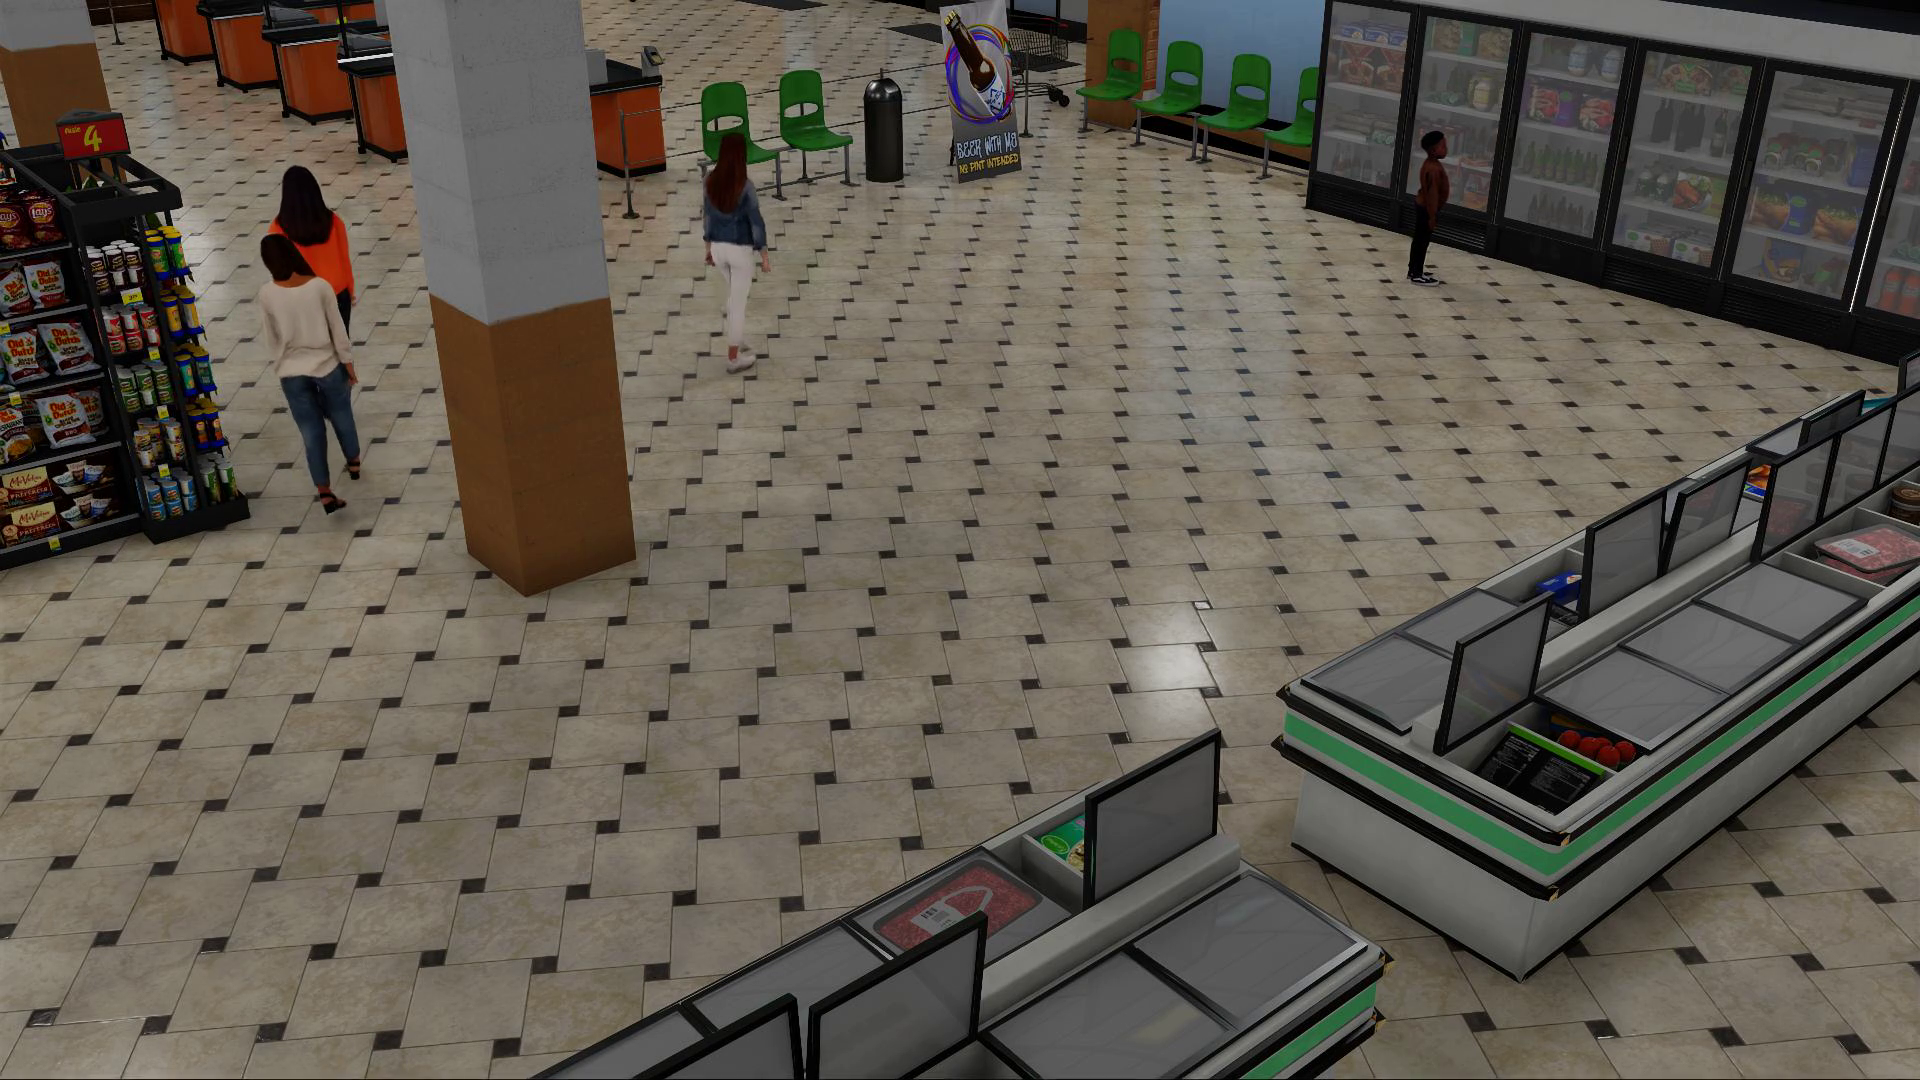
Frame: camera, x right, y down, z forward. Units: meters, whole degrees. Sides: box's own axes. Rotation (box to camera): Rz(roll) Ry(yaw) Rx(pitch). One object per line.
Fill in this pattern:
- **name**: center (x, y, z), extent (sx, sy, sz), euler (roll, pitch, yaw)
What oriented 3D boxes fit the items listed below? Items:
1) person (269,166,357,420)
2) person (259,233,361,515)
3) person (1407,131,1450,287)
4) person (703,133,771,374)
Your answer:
- **person**: center (-4.127, -1.538, 10.763), extent (0.671, 1.738, 0.768), euler (-11, 29, -20)
- **person**: center (-3.786, -0.928, 9.680), extent (1.071, 1.630, 0.990), euler (-5, 27, -9)
- **person**: center (3.834, -2.729, 13.649), extent (0.653, 1.254, 0.592), euler (2, 27, 5)
- **person**: center (-1.654, -1.989, 11.710), extent (0.735, 1.687, 0.755), euler (16, 31, 28)
